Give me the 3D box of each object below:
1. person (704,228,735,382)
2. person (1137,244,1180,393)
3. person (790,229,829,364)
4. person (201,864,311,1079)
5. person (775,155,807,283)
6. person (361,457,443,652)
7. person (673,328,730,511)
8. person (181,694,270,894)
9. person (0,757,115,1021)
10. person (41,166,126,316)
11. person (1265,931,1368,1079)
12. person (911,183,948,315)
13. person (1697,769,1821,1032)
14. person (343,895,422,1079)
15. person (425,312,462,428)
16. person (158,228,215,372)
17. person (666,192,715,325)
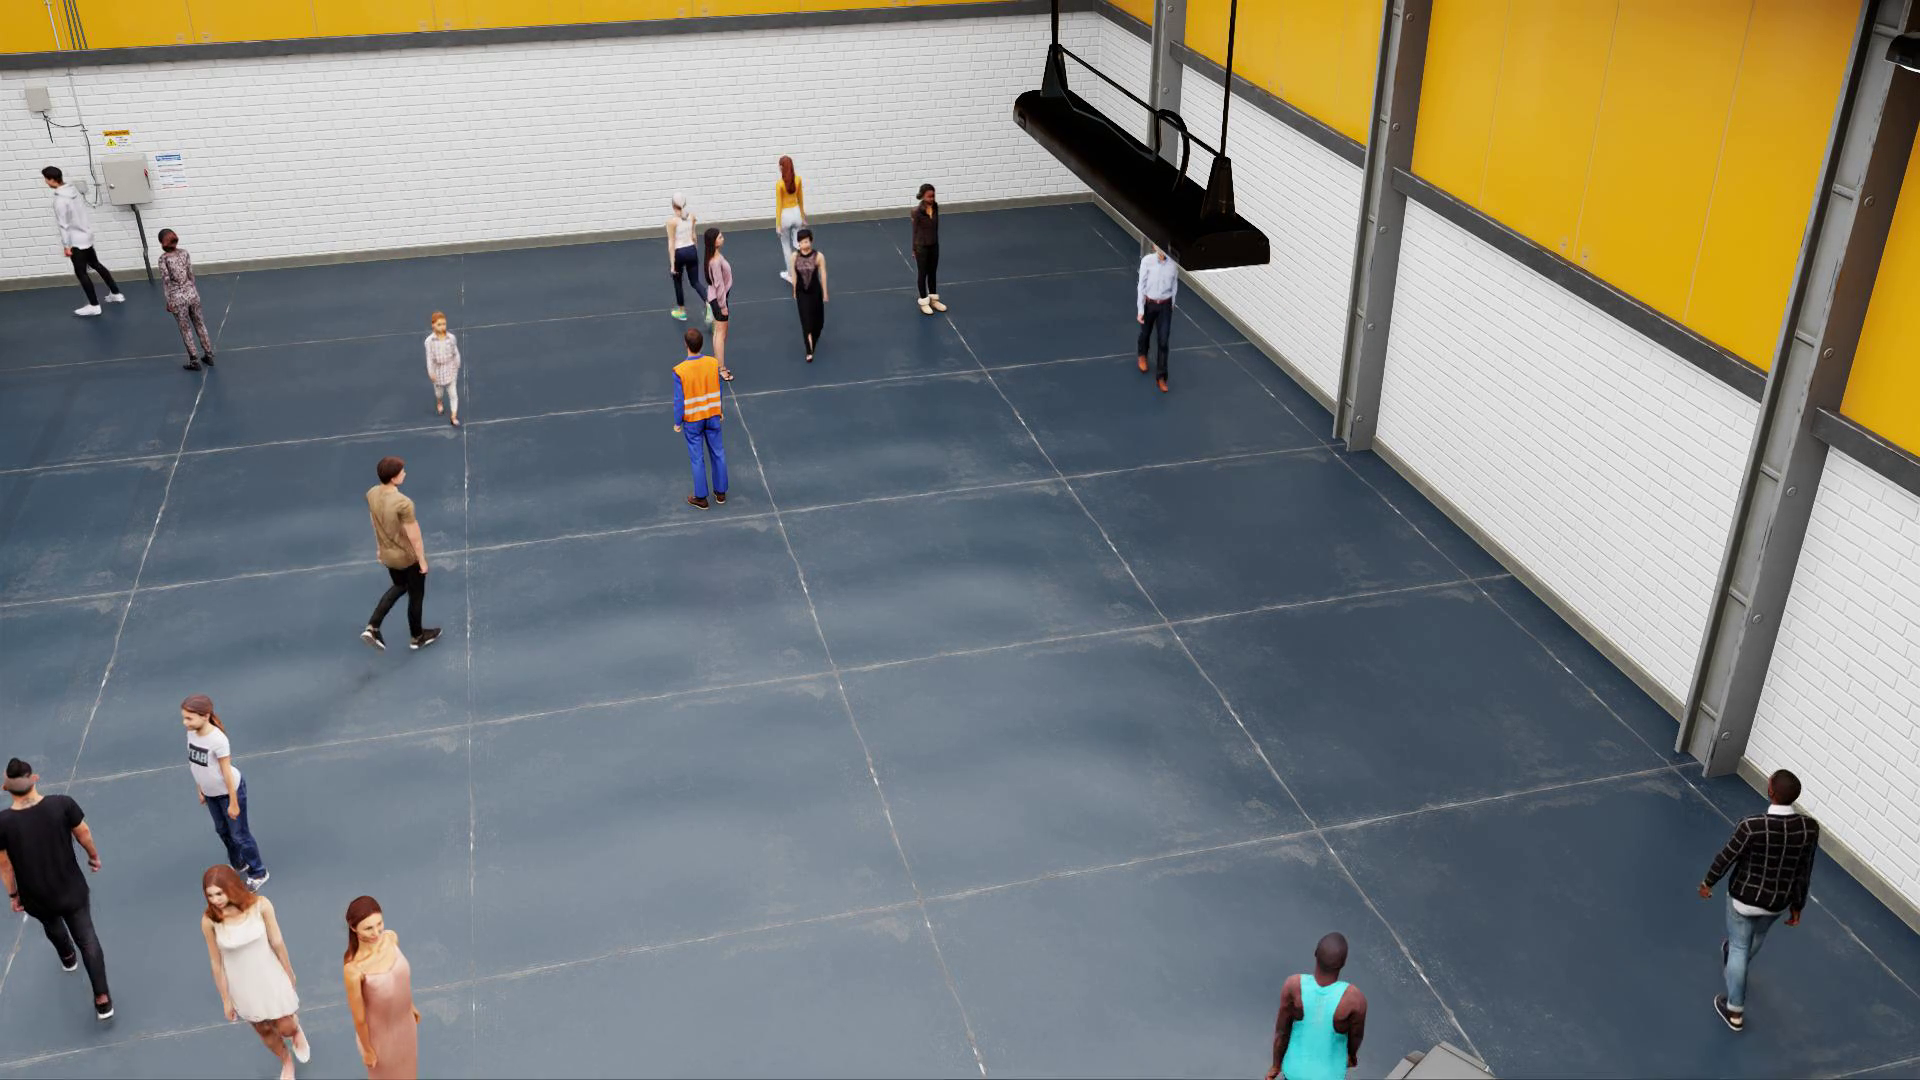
[{"bbox_3d":[-2.791,-2.729,19.214,0.672,1.812,0.457,-7,29,-12],"label":"person"},{"bbox_3d":[2.230,-2.676,19.178,0.838,1.754,1.297,-1,29,-2],"label":"person"},{"bbox_3d":[-1.787,-2.970,19.900,0.762,1.577,1.057,0,29,-1],"label":"person"},{"bbox_3d":[-4.137,2.511,9.735,0.572,1.690,0.683,-11,31,-20],"label":"person"},{"bbox_3d":[-2.188,-4.185,21.970,0.883,1.729,1.084,-22,36,-34],"label":"person"},{"bbox_3d":[-4.730,0.179,13.866,1.030,1.827,1.080,15,32,25],"label":"person"},{"bbox_3d":[-2.550,-1.197,16.352,0.757,1.863,0.723,-18,33,-29],"label":"person"},{"bbox_3d":[-5.041,1.701,11.355,0.617,1.561,0.678,15,32,26],"label":"person"},{"bbox_3d":[-5.568,2.153,10.258,0.997,1.818,1.290,-19,34,-31],"label":"person"},{"bbox_3d":[-11.174,-3.825,21.115,0.938,1.916,0.756,-2,29,-3],"label":"person"},{"bbox_3d":[1.863,2.913,8.898,0.939,1.786,1.021,14,31,23],"label":"person"},{"bbox_3d":[-0.432,-3.741,21.221,0.729,1.666,0.675,-9,30,-16],"label":"person"},{"bbox_3d":[4.887,2.235,10.126,0.896,1.799,1.060,2,29,4],"label":"person"},{"bbox_3d":[-3.186,2.710,9.223,0.722,1.831,0.631,10,30,17],"label":"person"},{"bbox_3d":[-5.673,-1.895,18.219,0.632,1.301,0.775,-16,32,-26],"label":"person"},{"bbox_3d":[-9.097,-2.826,19.492,0.715,1.716,0.662,17,33,29],"label":"person"},{"bbox_3d":[-3.369,-3.463,20.699,0.935,1.678,1.165,-24,37,-37],"label":"person"}]
